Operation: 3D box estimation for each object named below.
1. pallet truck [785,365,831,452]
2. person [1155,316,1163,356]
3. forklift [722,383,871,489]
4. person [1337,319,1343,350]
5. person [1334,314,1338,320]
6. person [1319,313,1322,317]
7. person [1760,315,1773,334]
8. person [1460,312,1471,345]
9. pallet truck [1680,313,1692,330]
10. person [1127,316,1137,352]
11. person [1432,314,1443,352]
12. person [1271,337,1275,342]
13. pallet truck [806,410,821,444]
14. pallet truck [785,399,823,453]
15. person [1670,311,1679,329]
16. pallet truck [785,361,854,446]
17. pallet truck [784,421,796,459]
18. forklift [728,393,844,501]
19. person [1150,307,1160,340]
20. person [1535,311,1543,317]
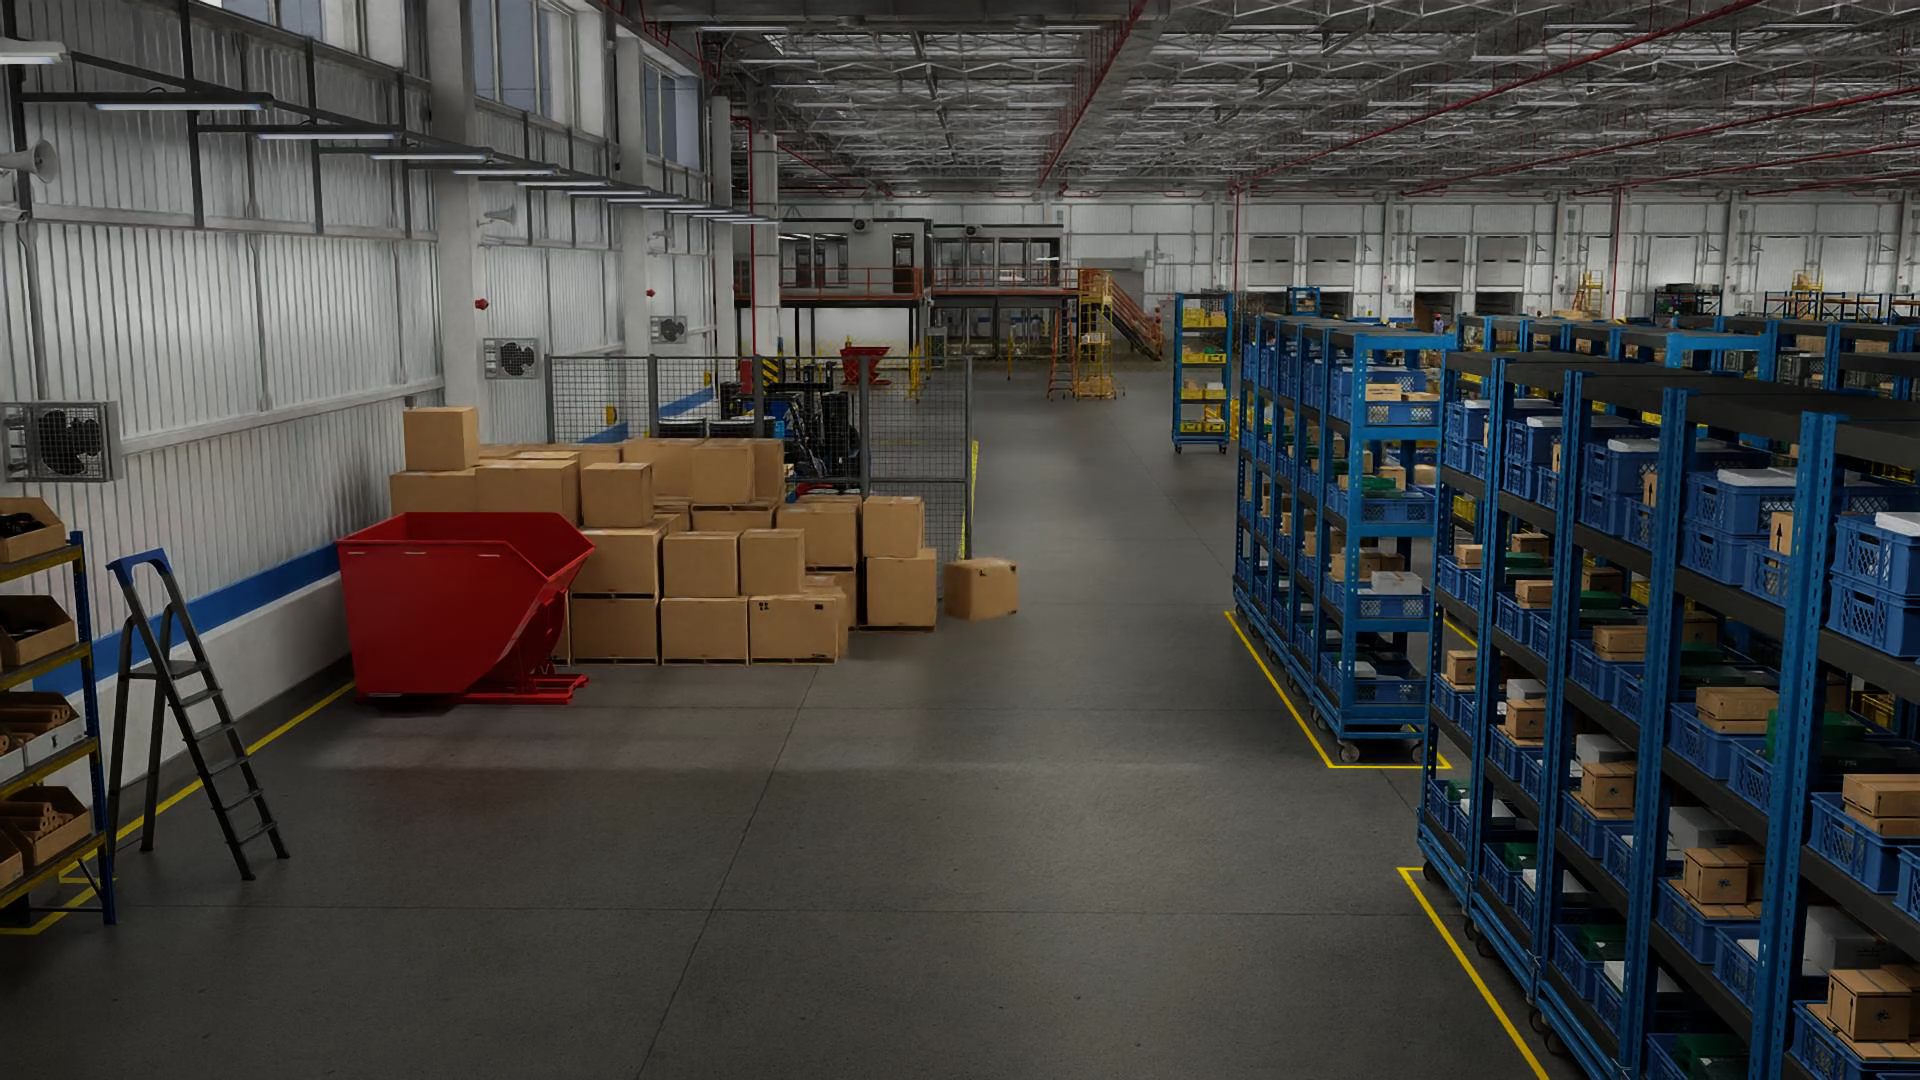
[{"bbox_3d":[-3.774,-2.976,37.635,1.885,1.965,0.823,1,9,5],"label":"pallet truck"},{"bbox_3d":[9.554,-9.830,80.113,0.374,1.934,0.552,-4,10,-23],"label":"person"},{"bbox_3d":[-2.893,-1.687,28.729,2.680,1.987,1.157,0,9,-1],"label":"forklift"},{"bbox_3d":[17.338,-9.151,75.993,0.552,1.905,0.622,-6,11,-32],"label":"person"},{"bbox_3d":[18.754,-10.299,83.024,0.594,1.925,0.378,5,10,28],"label":"person"},{"bbox_3d":[18.836,-10.893,86.812,0.594,1.891,0.807,8,12,40],"label":"person"},{"bbox_3d":[38.420,-9.710,79.041,0.698,2.000,0.671,9,13,44],"label":"person"},{"bbox_3d":[27.829,-11.626,91.515,0.593,1.828,0.429,-3,10,-17],"label":"person"},{"bbox_3d":[36.315,-10.531,84.244,0.823,1.965,1.885,-6,11,-33],"label":"pallet truck"},{"bbox_3d":[8.592,-10.370,83.804,0.533,1.812,0.865,-3,10,-19],"label":"person"},{"bbox_3d":[24.121,-10.465,84.013,0.362,1.939,0.542,-7,12,-37],"label":"person"},{"bbox_3d":[10.259,-5.694,54.671,0.542,1.916,0.534,6,11,32],"label":"person"},{"bbox_3d":[-3.559,-2.018,33.905,1.522,1.261,0.704,0,9,-1],"label":"pallet truck"},{"bbox_3d":[-3.814,-2.432,36.419,1.630,1.274,0.653,0,9,1],"label":"pallet truck"},{"bbox_3d":[38.520,-11.358,89.556,0.372,1.928,0.584,-7,11,-36],"label":"person"},{"bbox_3d":[-3.410,-3.193,38.978,1.885,1.965,0.823,0,9,-1],"label":"pallet truck"},{"bbox_3d":[-4.013,-1.793,32.705,1.601,1.201,0.680,0,9,1],"label":"pallet truck"},{"bbox_3d":[-2.979,-1.316,26.476,2.680,1.987,1.157,0,9,1],"label":"forklift"},{"bbox_3d":[11.566,-12.741,97.922,0.459,1.983,0.635,-3,10,-18],"label":"person"},{"bbox_3d":[32.090,-11.779,92.298,0.575,1.883,0.355,9,13,43],"label":"person"}]
